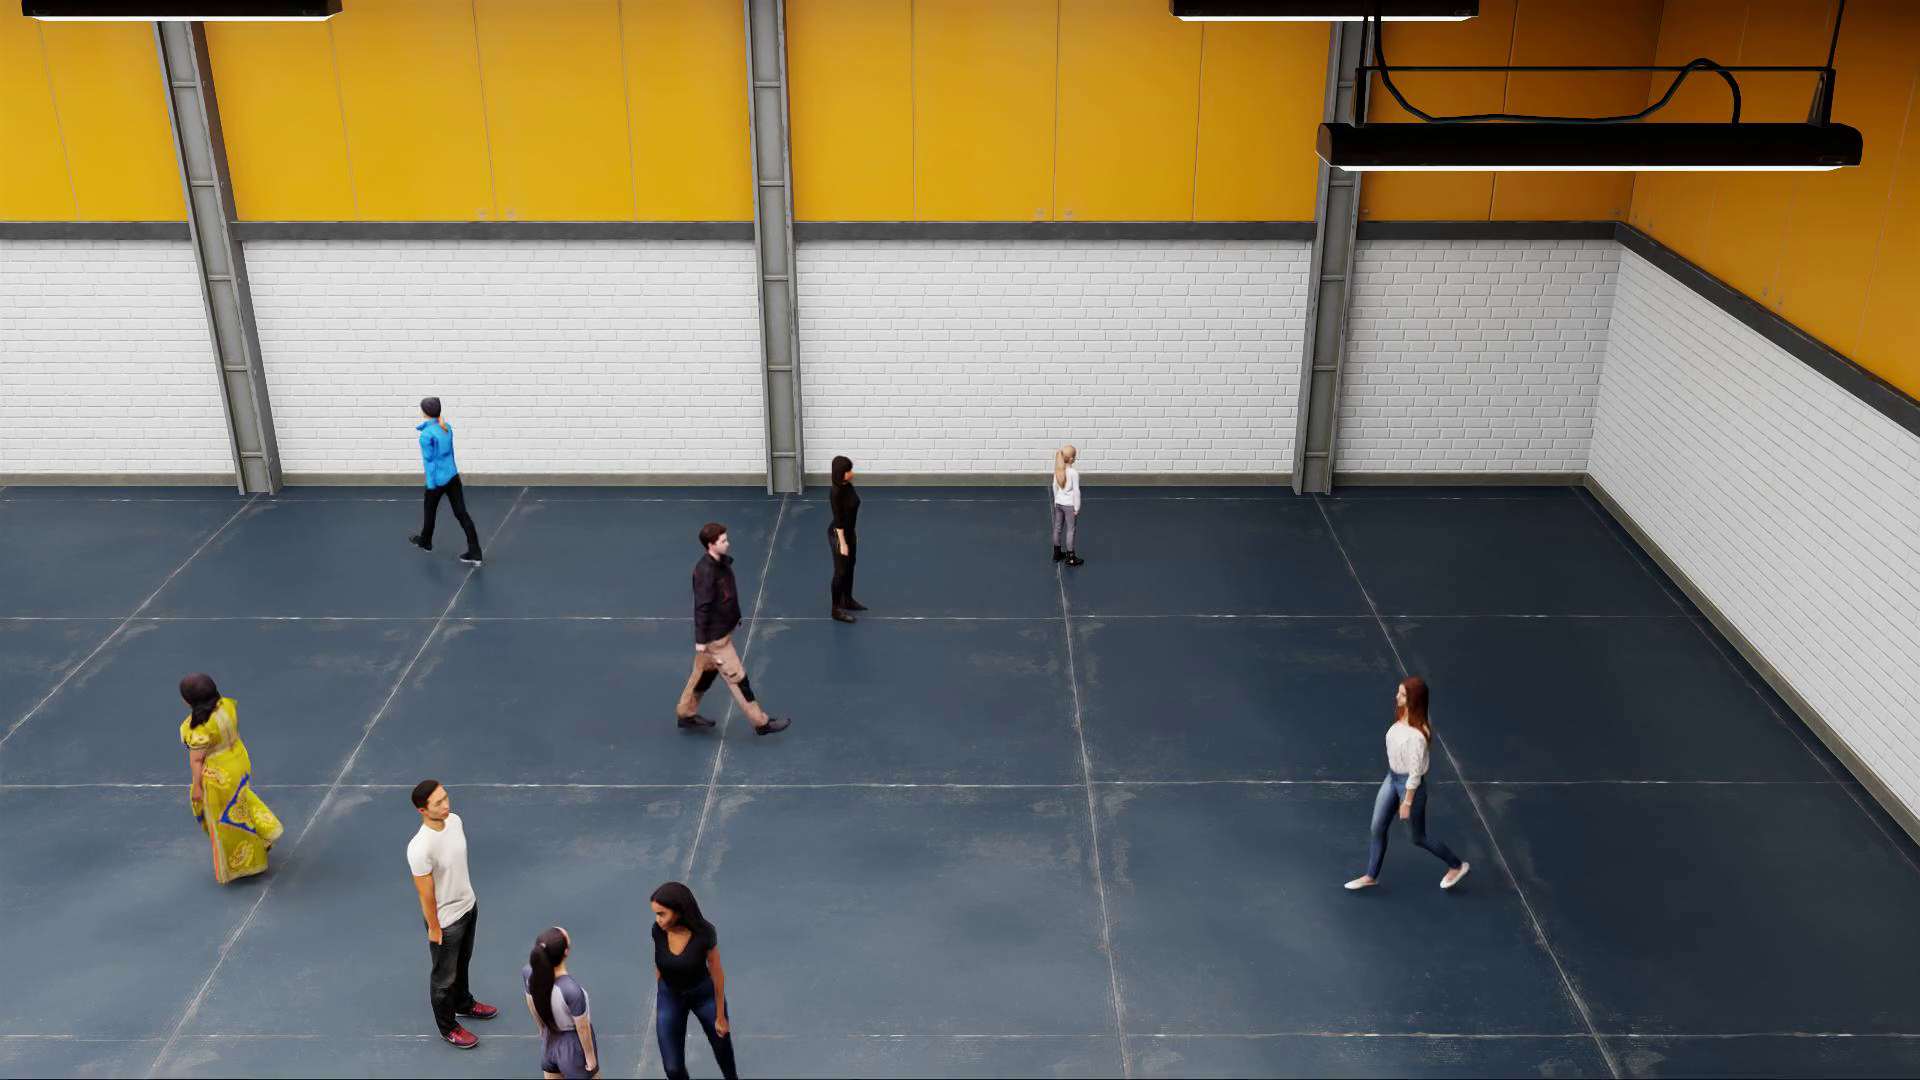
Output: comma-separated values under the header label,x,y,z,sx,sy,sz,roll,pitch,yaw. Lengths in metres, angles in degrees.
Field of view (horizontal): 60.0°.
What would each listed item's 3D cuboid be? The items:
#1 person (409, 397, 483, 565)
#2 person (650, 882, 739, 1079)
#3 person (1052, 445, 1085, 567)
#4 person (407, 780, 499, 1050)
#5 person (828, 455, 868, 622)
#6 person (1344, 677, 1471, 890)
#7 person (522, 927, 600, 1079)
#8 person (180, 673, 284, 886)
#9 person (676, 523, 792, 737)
label,x,y,z,sx,sy,sz,roll,pitch,yaw
person,-5.147,-0.554,16.786,1.267,1.741,1.009,12,26,26
person,-1.513,2.636,9.530,0.648,1.707,0.807,-3,24,-6
person,1.076,-0.365,16.929,0.630,1.279,0.574,-20,30,-38
person,-3.165,2.269,10.248,0.598,1.805,0.676,5,24,10
person,-1.115,-0.042,15.738,0.624,1.642,0.647,6,24,14
person,3.203,1.739,11.590,1.114,1.701,0.673,-3,24,-7
person,-2.176,2.824,9.174,0.653,1.647,0.745,15,28,31
person,-5.148,1.684,11.784,0.815,1.647,0.748,2,24,5
person,-2.071,0.764,13.607,1.226,1.872,0.780,2,24,5
